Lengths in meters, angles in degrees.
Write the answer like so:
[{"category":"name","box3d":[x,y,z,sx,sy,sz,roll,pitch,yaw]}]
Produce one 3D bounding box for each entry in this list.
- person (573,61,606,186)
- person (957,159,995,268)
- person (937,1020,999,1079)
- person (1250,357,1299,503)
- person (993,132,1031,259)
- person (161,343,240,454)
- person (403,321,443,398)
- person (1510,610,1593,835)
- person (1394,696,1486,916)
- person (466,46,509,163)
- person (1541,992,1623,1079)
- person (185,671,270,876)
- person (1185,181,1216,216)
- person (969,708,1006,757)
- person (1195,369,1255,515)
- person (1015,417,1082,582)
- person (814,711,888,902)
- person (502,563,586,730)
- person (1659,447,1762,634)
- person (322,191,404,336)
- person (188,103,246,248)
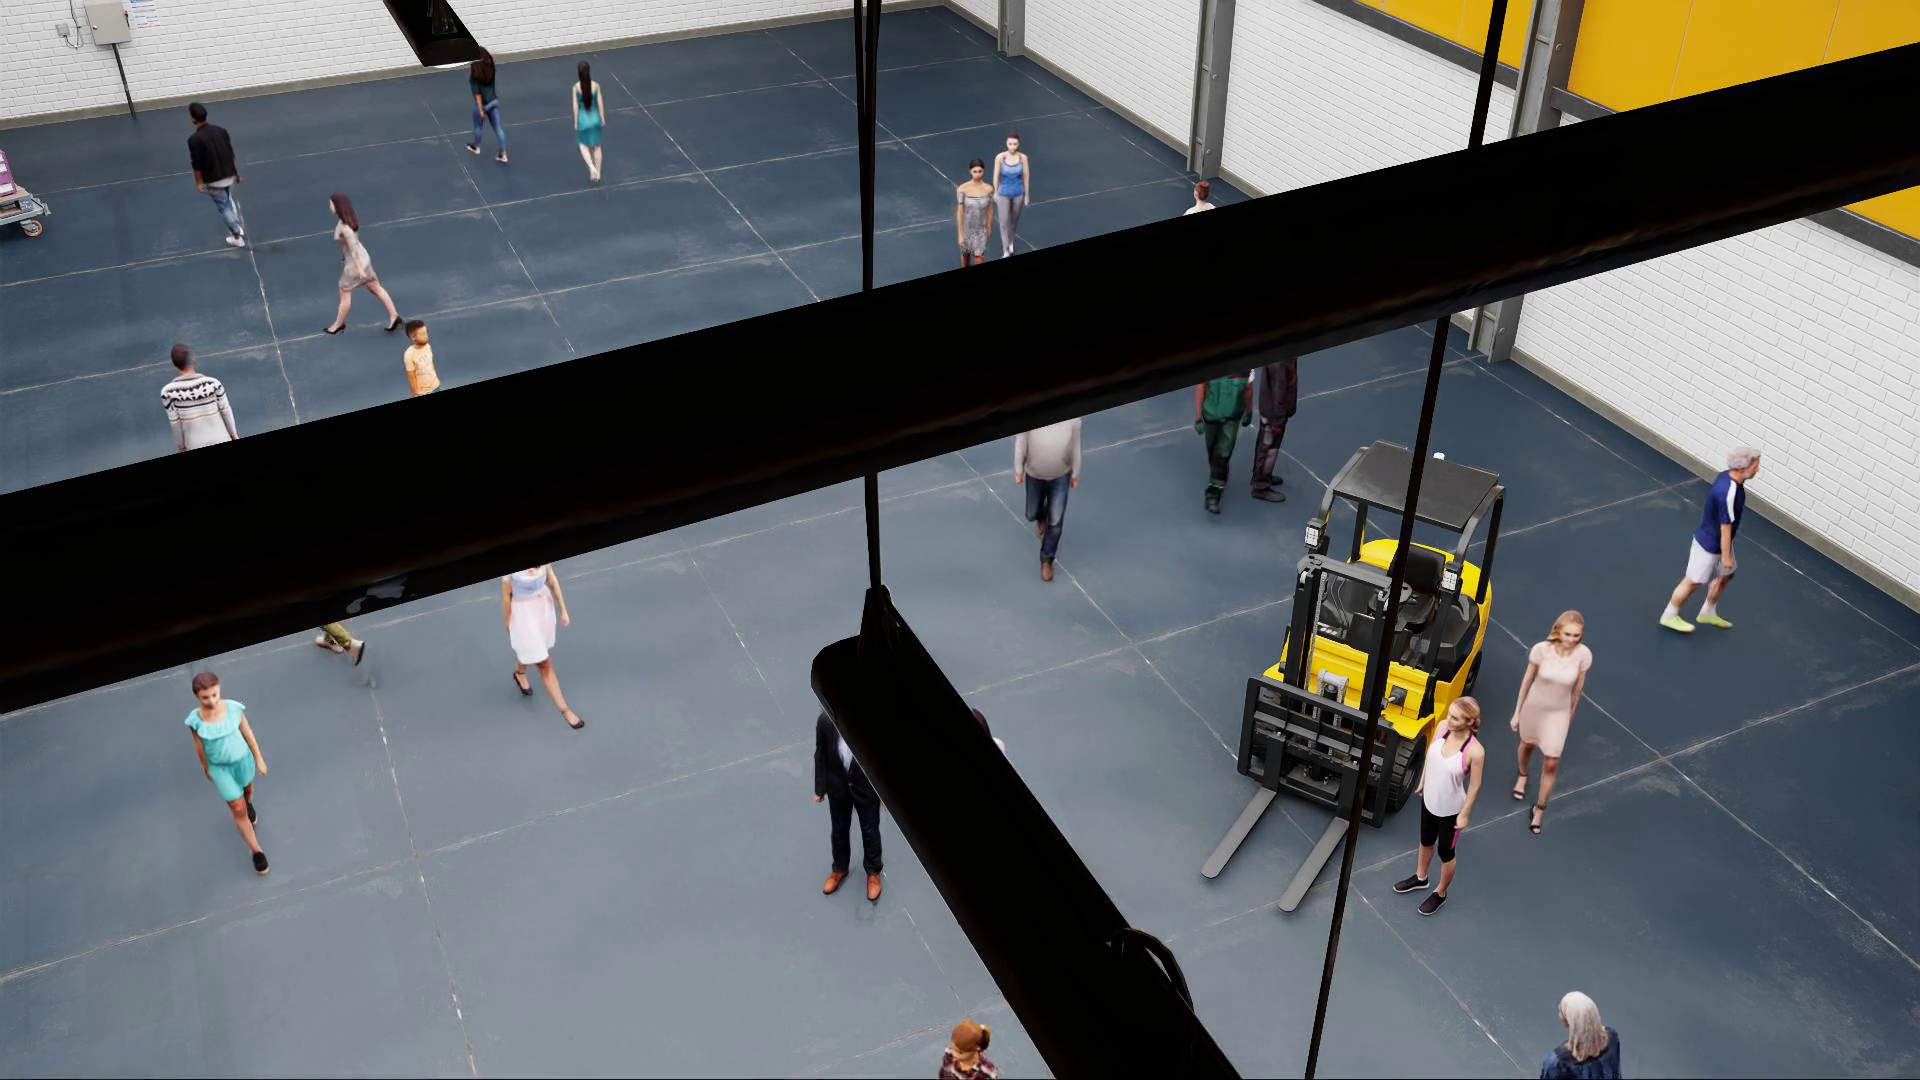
[{"category":"person","box3d":[-4.951,-5.557,22.288,0.572,1.675,0.580,-15,36,-21]},{"category":"person","box3d":[0.142,-3.557,19.187,0.863,1.777,1.171,-2,34,-4]},{"category":"person","box3d":[0.100,3.178,9.490,0.655,1.294,0.720,25,41,33]},{"category":"person","box3d":[2.958,-1.258,15.687,0.850,1.823,0.730,3,34,5]},{"category":"person","box3d":[0.618,-4.244,20.396,0.792,1.583,1.028,-3,34,-4]},{"category":"person","box3d":[-6.862,-0.918,15.142,0.690,1.859,0.548,-16,37,-23]},{"category":"person","box3d":[-5.254,-1.475,16.342,0.679,1.459,0.619,14,36,20]},{"category":"person","box3d":[4.229,1.185,12.027,0.892,1.807,0.954,12,35,17]},{"category":"person","box3d":[3.268,1.758,11.181,0.676,1.788,0.469,-17,37,-24]},{"category":"person","box3d":[-6.507,-6.016,23.062,1.104,1.582,0.916,21,39,28]},{"category":"person","box3d":[3.452,3.227,9.107,0.654,1.637,1.009,-15,36,-21]},{"category":"person","box3d":[-5.159,1.538,11.755,0.634,1.520,1.092,-18,38,-25]},{"category":"person","box3d":[2.661,-3.189,18.621,0.571,1.791,0.468,-15,36,-21]},{"category":"person","box3d":[0.169,1.841,11.209,0.614,1.618,0.812,-14,36,-21]},{"category":"person","box3d":[2.455,-1.193,15.633,1.123,1.774,1.248,6,34,9]},{"category":"person","box3d":[0.775,-0.613,14.657,1.055,1.890,1.195,3,34,4]},{"category":"person","box3d":[-0.718,1.675,11.298,0.774,1.797,0.785,6,34,9]},{"category":"person","box3d":[-3.380,0.589,12.972,1.281,1.752,0.951,27,42,34]},{"category":"person","box3d":[6.171,-0.008,13.813,0.933,1.817,0.853,18,38,25]},{"category":"person","box3d":[-6.608,-3.038,18.483,0.905,1.693,1.103,-3,34,-5]},{"category":"person","box3d":[-9.120,-4.498,20.587,0.871,1.795,0.841,19,38,26]}]
